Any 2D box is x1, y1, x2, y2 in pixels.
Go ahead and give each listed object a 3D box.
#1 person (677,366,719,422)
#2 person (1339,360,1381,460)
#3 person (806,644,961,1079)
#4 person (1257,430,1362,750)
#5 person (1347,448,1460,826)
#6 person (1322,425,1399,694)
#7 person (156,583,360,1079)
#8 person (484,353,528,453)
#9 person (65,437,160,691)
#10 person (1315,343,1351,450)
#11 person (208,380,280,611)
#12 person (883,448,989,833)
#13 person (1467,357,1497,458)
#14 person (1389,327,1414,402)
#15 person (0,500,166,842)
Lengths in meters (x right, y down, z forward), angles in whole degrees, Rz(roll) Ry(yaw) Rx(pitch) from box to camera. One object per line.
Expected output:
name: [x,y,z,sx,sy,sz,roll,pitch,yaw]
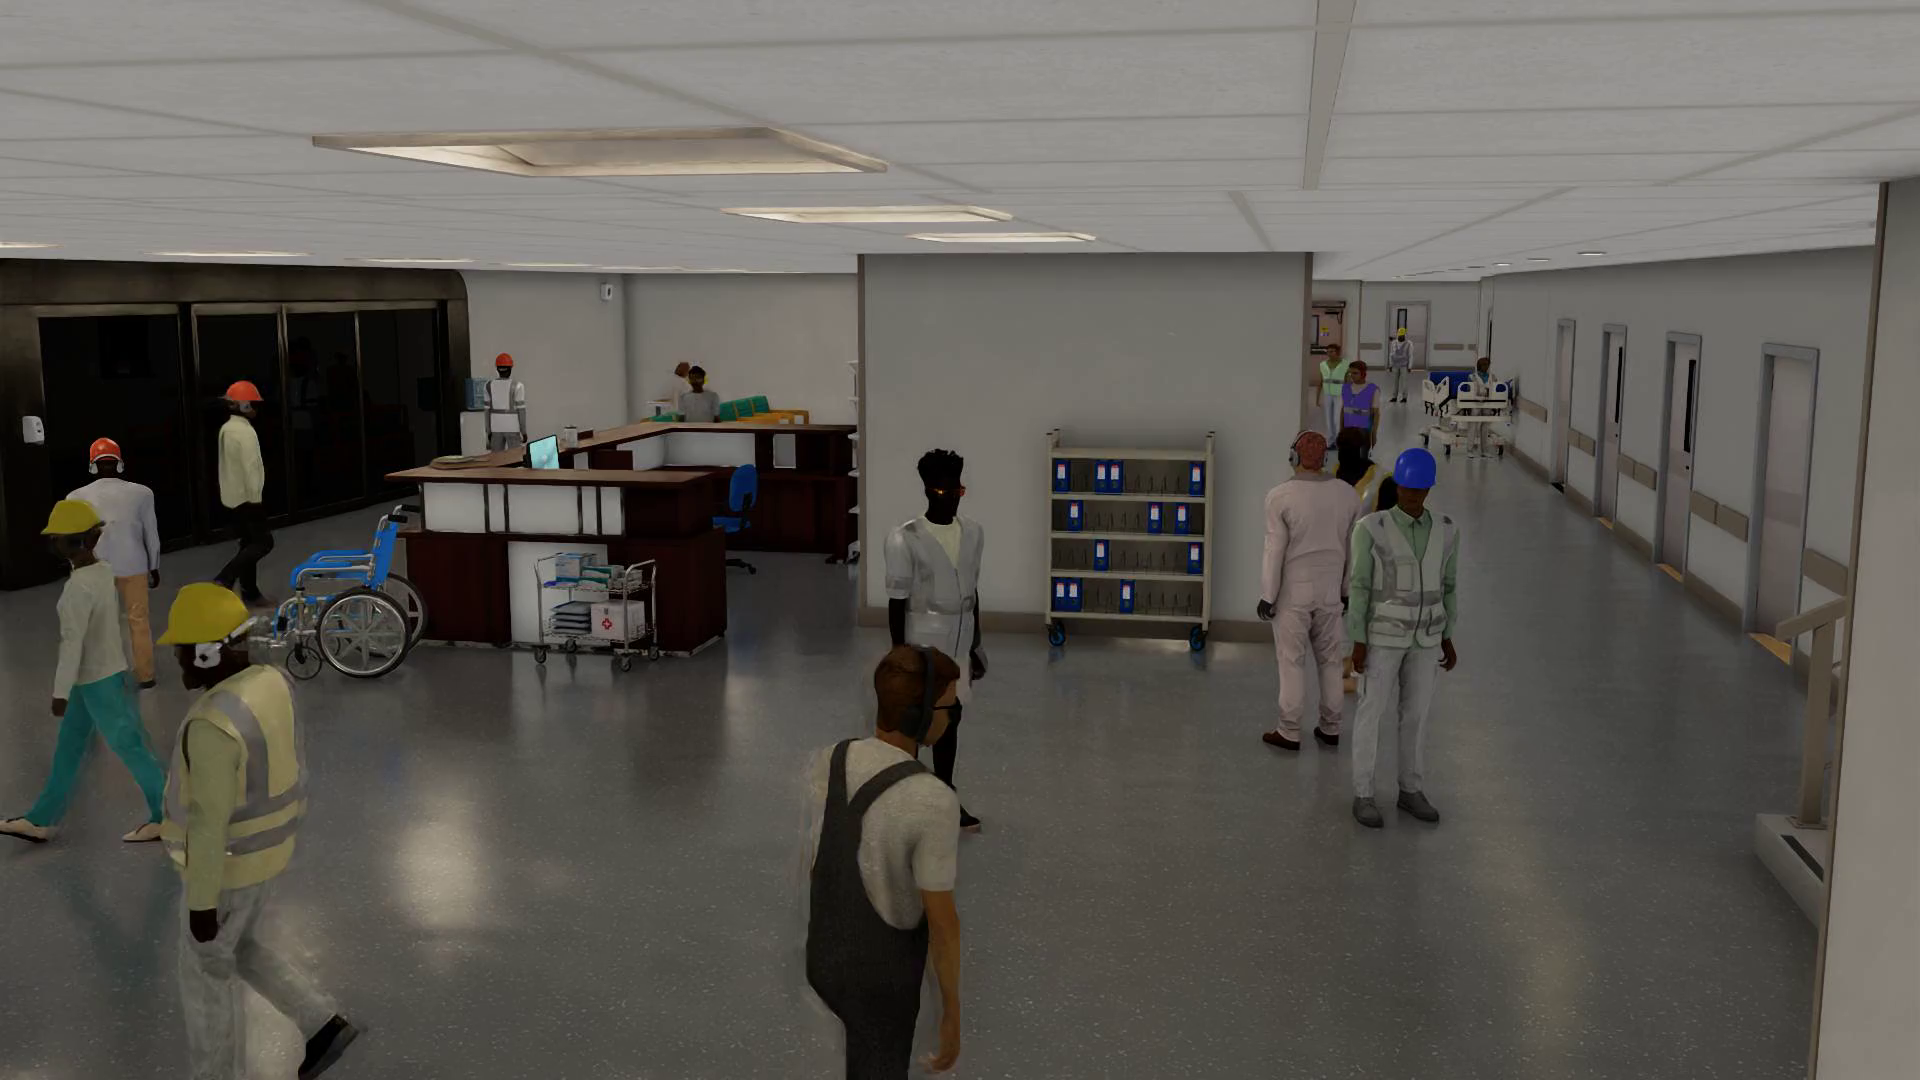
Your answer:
person: [-3.119,-1.134,19.658,0.526,1.843,0.691,1,9,5]
person: [5.118,-1.381,21.327,0.395,1.836,0.564,-7,11,-40]
person: [-0.174,1.173,4.450,0.529,1.810,0.646,8,12,44]
person: [2.063,0.297,9.956,0.652,1.906,0.402,-3,9,-20]
person: [2.277,0.493,8.529,0.605,1.944,0.403,-2,9,-14]
person: [2.677,0.129,11.325,0.633,1.830,0.438,8,12,44]
person: [-2.359,1.025,5.416,0.553,1.809,0.608,0,9,-3]
person: [-5.831,-1.435,21.398,0.550,1.930,0.389,2,9,10]
person: [-5.740,0.174,11.303,0.564,1.743,0.352,-4,9,-25]
person: [6.349,-2.430,28.315,0.576,1.826,0.501,6,11,36]
person: [-6.086,-0.355,14.041,0.544,1.977,0.634,-7,11,-40]
person: [-0.110,0.518,8.290,0.608,1.965,0.370,-8,11,-41]
person: [8.493,-2.157,27.108,0.521,1.645,0.307,-1,9,-8]
person: [10.704,-4.247,40.400,0.590,1.824,0.403,8,11,41]
person: [-4.310,0.661,8.135,0.895,1.711,0.543,-3,9,-16]
